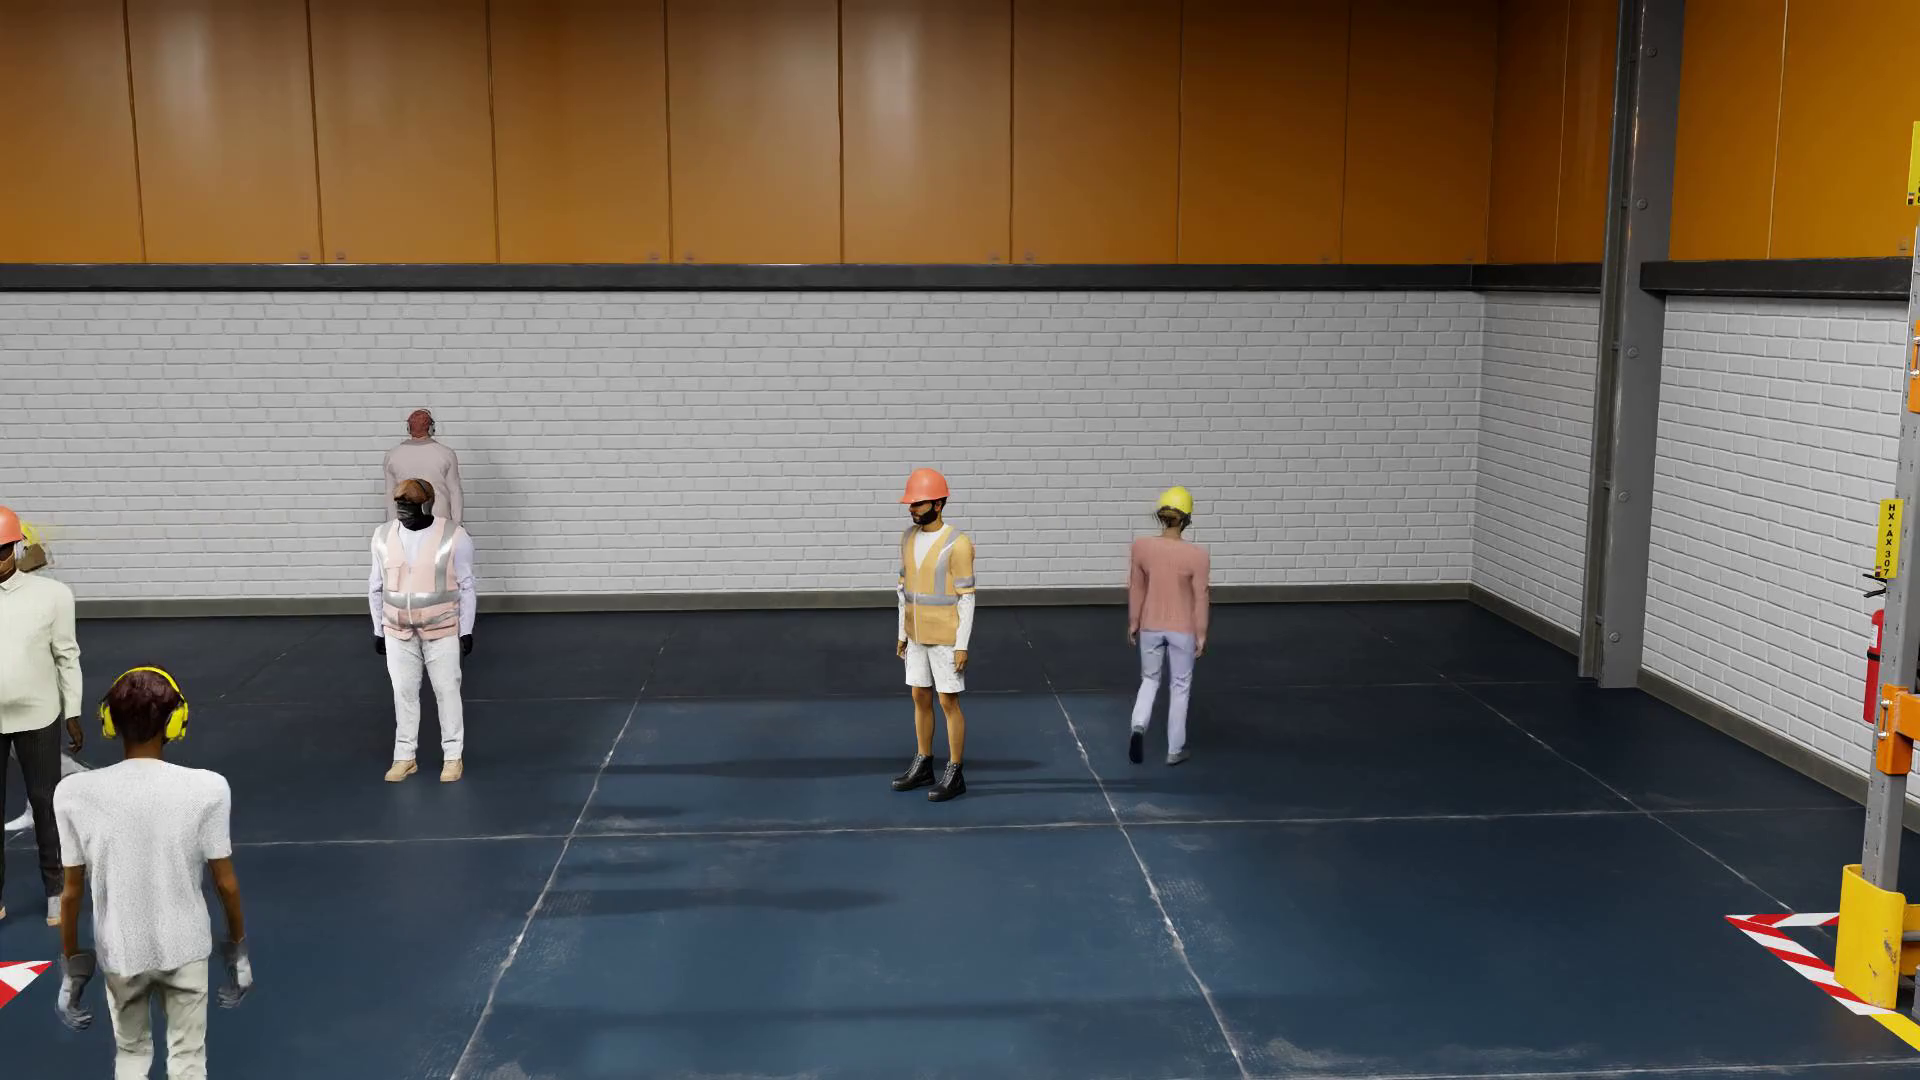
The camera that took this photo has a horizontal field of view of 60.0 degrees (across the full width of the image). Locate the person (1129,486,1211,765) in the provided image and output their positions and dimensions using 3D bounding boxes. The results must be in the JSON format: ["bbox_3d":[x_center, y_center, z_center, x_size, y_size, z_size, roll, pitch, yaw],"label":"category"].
[{"bbox_3d":[1.257,0.546,10.166,0.540,1.751,0.529,5,10,27],"label":"person"}]

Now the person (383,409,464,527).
[{"bbox_3d":[-4.524,-0.157,14.117,0.639,1.910,0.407,-1,9,-5],"label":"person"}]

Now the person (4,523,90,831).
[{"bbox_3d":[-5.016,0.741,9.043,0.442,1.730,0.485,-5,10,-28],"label":"person"}]

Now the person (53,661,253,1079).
[{"bbox_3d":[-2.499,1.297,5.176,0.546,1.847,0.415,-2,9,-15],"label":"person"}]

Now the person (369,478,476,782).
[{"bbox_3d":[-3.217,0.540,9.954,0.627,1.840,0.429,0,9,2],"label":"person"}]

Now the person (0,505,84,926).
[{"bbox_3d":[-4.398,0.821,7.702,0.611,1.996,0.379,-4,10,-21],"label":"person"}]

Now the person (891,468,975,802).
[{"bbox_3d":[-0.175,0.545,9.618,0.552,1.935,0.374,9,12,43],"label":"person"}]
